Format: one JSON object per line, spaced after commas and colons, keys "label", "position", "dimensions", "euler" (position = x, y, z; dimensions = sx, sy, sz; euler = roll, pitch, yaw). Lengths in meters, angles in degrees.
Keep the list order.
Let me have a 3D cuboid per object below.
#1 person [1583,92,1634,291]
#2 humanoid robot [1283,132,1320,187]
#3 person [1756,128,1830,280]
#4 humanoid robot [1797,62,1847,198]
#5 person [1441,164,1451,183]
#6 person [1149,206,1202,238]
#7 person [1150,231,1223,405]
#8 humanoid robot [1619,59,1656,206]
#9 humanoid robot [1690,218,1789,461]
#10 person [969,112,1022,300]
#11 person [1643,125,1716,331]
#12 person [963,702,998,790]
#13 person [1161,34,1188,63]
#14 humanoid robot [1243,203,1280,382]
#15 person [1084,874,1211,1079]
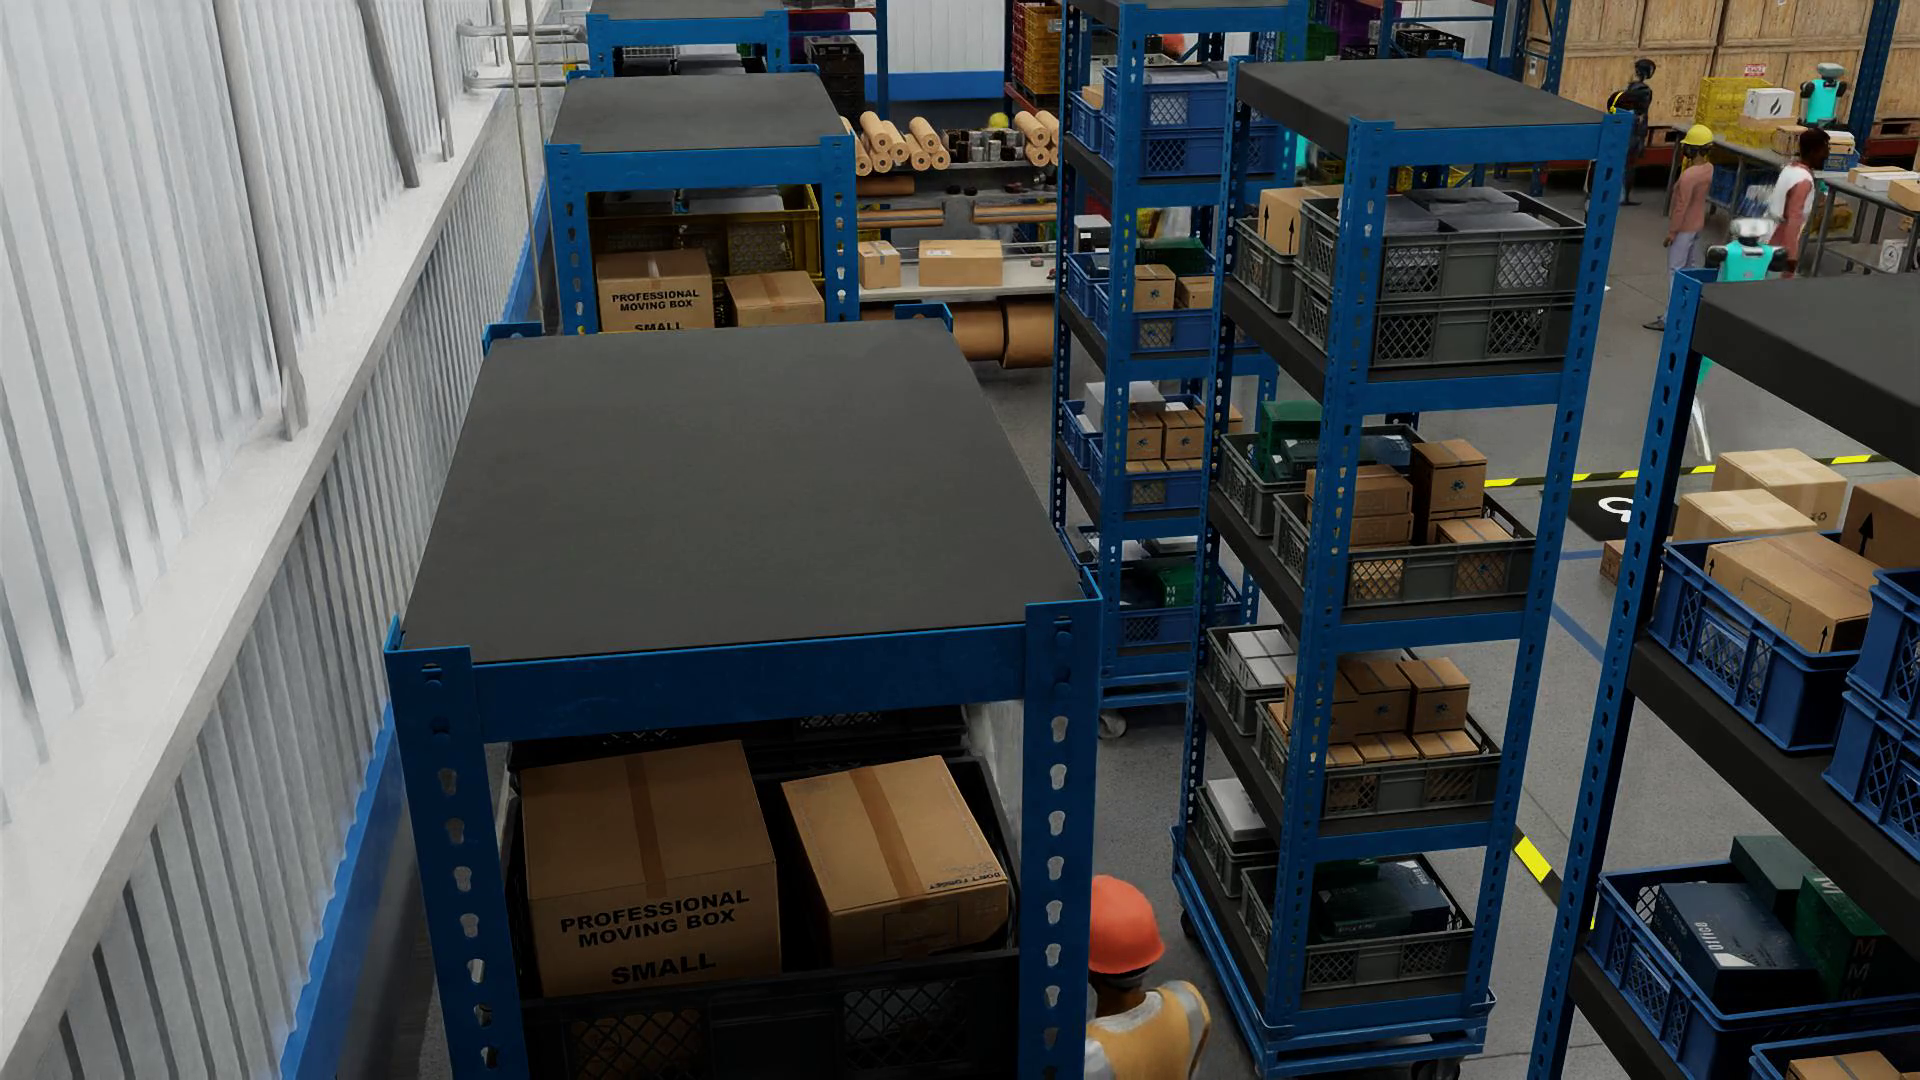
{"label": "person", "position": [5.918, -3.178, 15.310], "dimensions": [0.498, 1.861, 0.331], "euler": [-18, 30, -33]}
{"label": "humanoid robot", "position": [3.103, -3.058, 15.252], "dimensions": [0.531, 1.775, 1.018], "euler": [-3, 25, -7]}
{"label": "person", "position": [6.671, -2.454, 13.713], "dimensions": [0.874, 1.886, 0.591], "euler": [9, 26, 19]}
{"label": "humanoid robot", "position": [8.957, -3.943, 17.204], "dimensions": [0.539, 1.869, 0.737], "euler": [-8, 26, -16]}
{"label": "person", "position": [5.057, -4.183, 17.523], "dimensions": [0.343, 1.839, 0.498], "euler": [-17, 30, -32]}
{"label": "person", "position": [1.782, -2.430, 13.721], "dimensions": [0.611, 1.823, 0.677], "euler": [-6, 25, -12]}
{"label": "person", "position": [1.482, -1.099, 10.792], "dimensions": [0.596, 1.851, 0.359], "euler": [-2, 25, -4]}
{"label": "humanoid robot", "position": [7.368, -4.497, 18.420], "dimensions": [0.666, 1.637, 0.614], "euler": [-1, 25, -3]}
{"label": "humanoid robot", "position": [5.346, -1.502, 11.858], "dimensions": [0.537, 1.773, 0.976], "euler": [1, 25, 2]}
{"label": "person", "position": [0.326, -3.025, 15.113], "dimensions": [0.500, 1.727, 0.466], "euler": [-7, 26, -15]}
{"label": "person", "position": [6.228, -2.677, 14.325], "dimensions": [0.306, 1.768, 0.523], "euler": [21, 32, 38]}
{"label": "person", "position": [-0.029, 0.513, 7.310], "dimensions": [0.558, 1.831, 0.461], "euler": [-6, 25, -13]}
{"label": "person", "position": [2.234, -4.460, 17.936], "dimensions": [0.616, 2.008, 0.692], "euler": [-18, 30, -33]}
{"label": "humanoid robot", "position": [2.433, -2.079, 13.149], "dimensions": [0.607, 1.668, 0.382], "euler": [16, 29, 31]}
{"label": "person", "position": [0.396, 1.748, 4.506], "dimensions": [0.549, 1.933, 0.371], "euler": [-20, 31, -37]}
